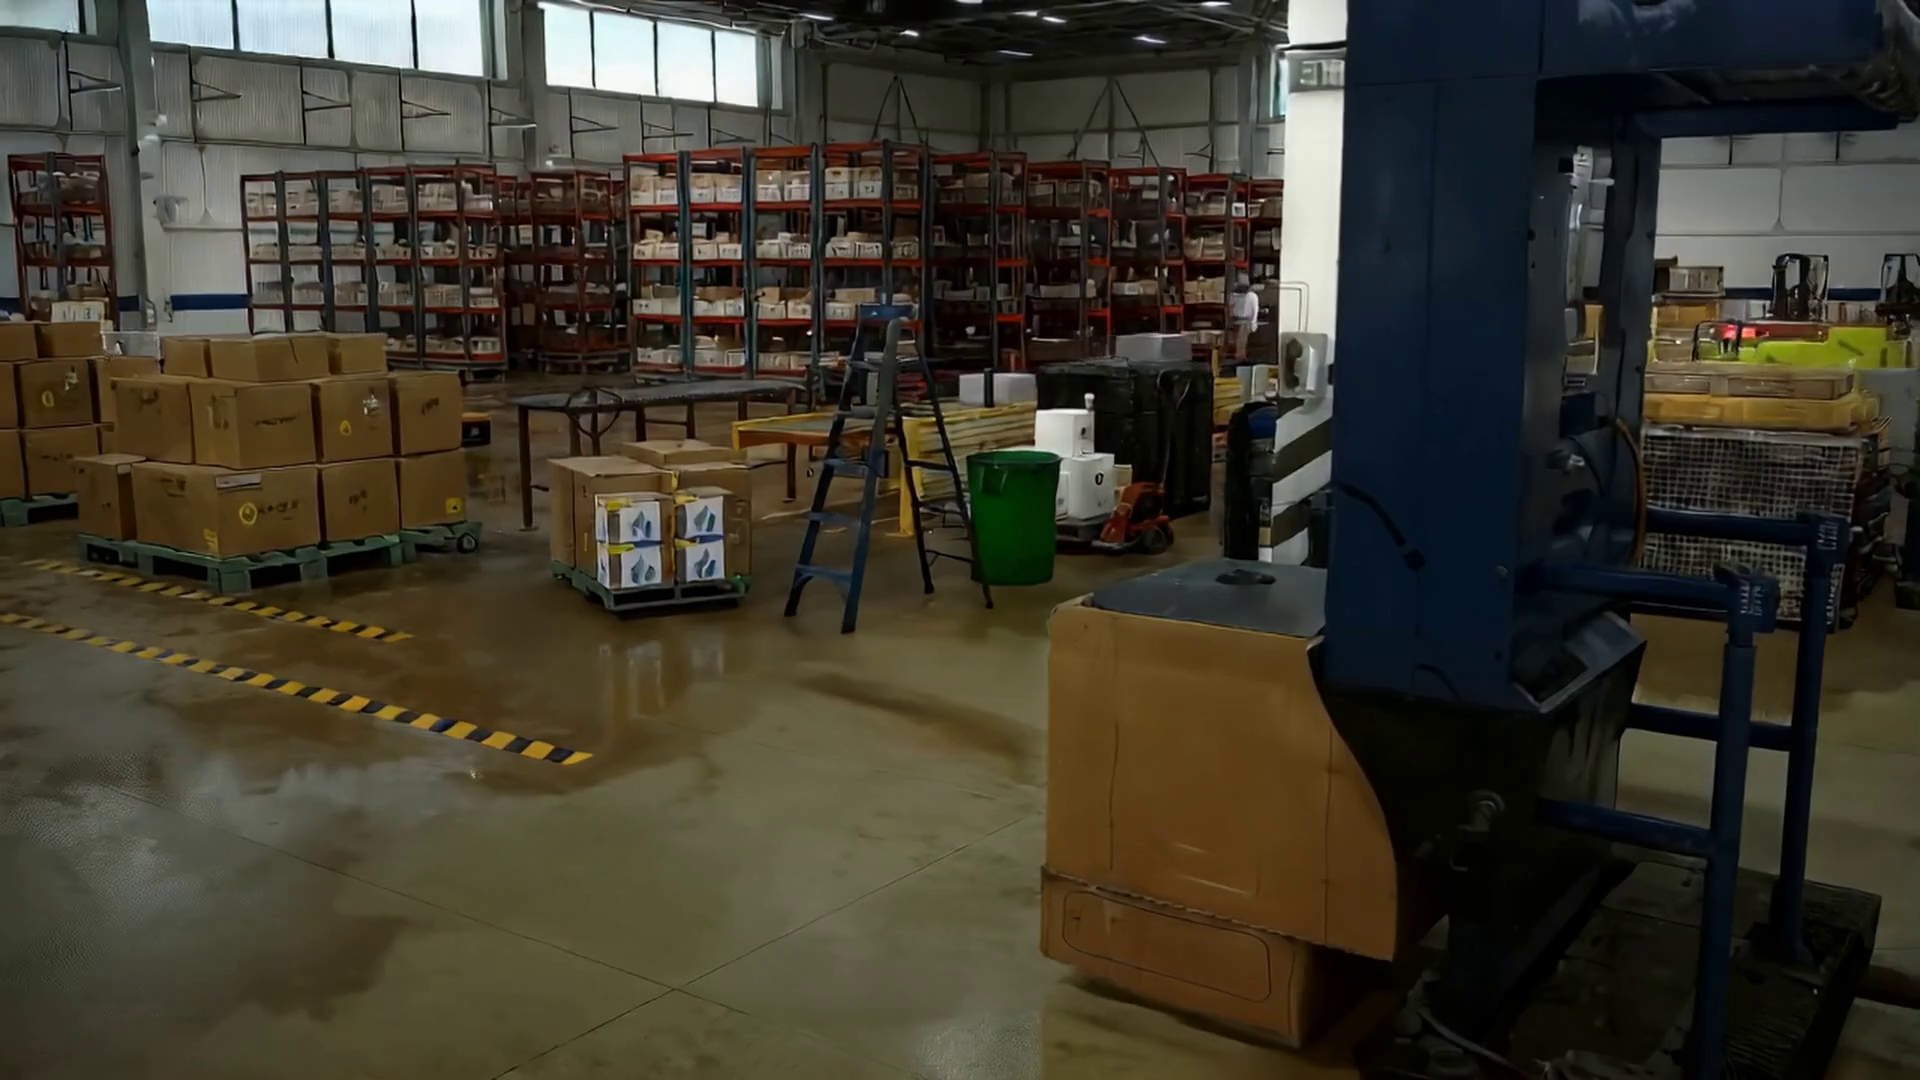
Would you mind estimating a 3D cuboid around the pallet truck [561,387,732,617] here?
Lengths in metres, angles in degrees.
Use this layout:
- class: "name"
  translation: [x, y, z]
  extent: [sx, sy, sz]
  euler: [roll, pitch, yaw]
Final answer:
- class: "pallet truck"
  translation: [-1.981, -0.274, 10.088]
  extent: [0.680, 1.201, 1.601]
  euler: [-5, 11, -28]

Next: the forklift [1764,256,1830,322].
- class: "forklift"
  translation: [20.253, -5.854, 40.139]
  extent: [1.157, 1.987, 2.680]
  euler: [7, 12, 35]

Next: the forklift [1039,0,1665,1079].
- class: "forklift"
  translation: [1.249, -0.137, 4.360]
  extent: [1.873, 2.768, 1.129]
  euler: [7, 12, 35]

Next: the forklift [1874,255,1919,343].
- class: "forklift"
  translation: [22.089, -5.634, 38.796]
  extent: [1.157, 1.987, 2.680]
  euler: [6, 11, 33]

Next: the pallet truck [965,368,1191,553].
- class: "pallet truck"
  translation: [0.845, -0.609, 11.869]
  extent: [1.630, 1.274, 0.653]
  euler: [7, 12, 35]

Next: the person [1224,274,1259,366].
- class: "person"
  translation: [4.968, -3.748, 29.101]
  extent: [0.866, 1.800, 0.591]
  euler: [-9, 13, -43]

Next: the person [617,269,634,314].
- class: "person"
  translation: [-8.129, -5.737, 40.810]
  extent: [0.563, 1.837, 0.388]
  euler: [0, 10, -1]
